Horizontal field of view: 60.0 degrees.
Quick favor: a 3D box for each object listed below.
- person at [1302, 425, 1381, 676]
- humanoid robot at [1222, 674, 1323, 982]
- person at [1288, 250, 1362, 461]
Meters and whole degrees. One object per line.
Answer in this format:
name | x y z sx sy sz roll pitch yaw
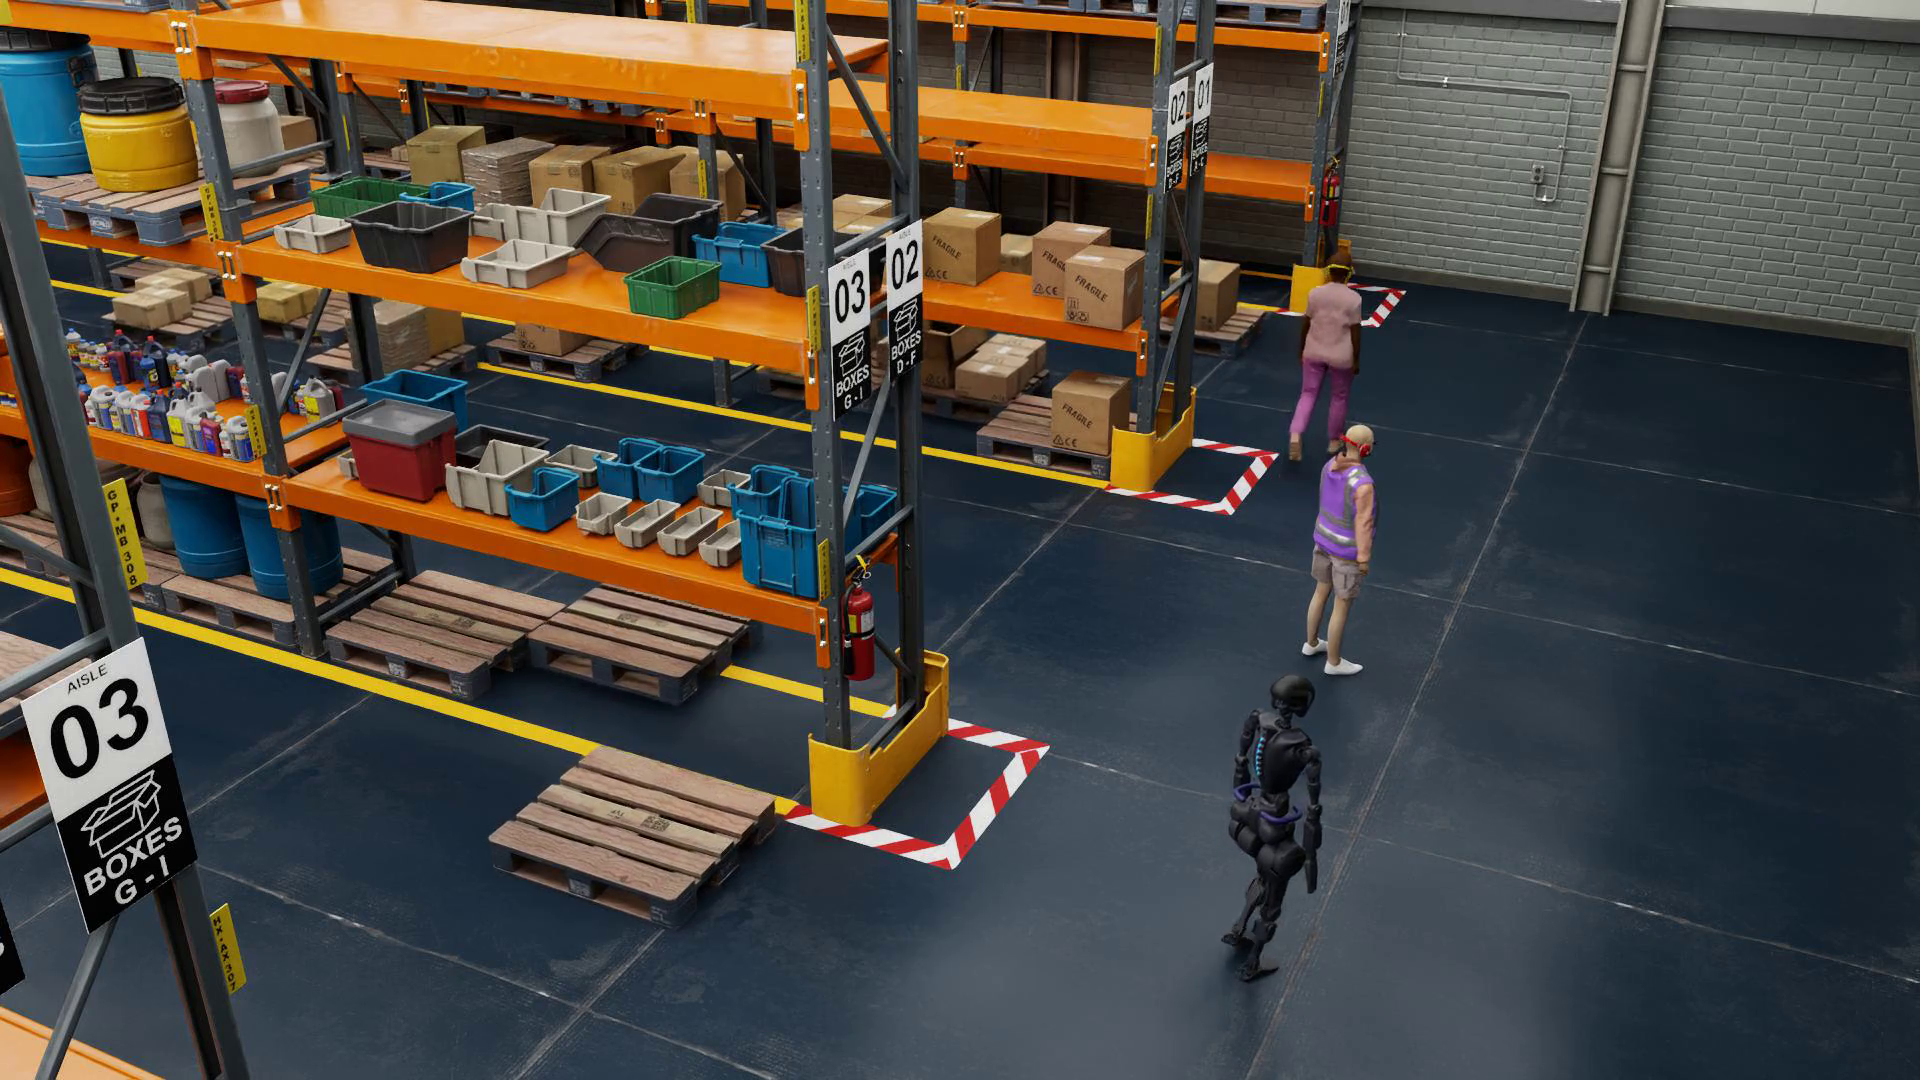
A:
person | 2.431 0.059 10.585 0.347 1.688 0.491 -10 28 -20
humanoid robot | 1.493 1.369 7.941 0.341 1.642 0.610 -15 30 -28
person | 3.006 -1.482 13.613 0.522 1.781 0.777 13 29 25
